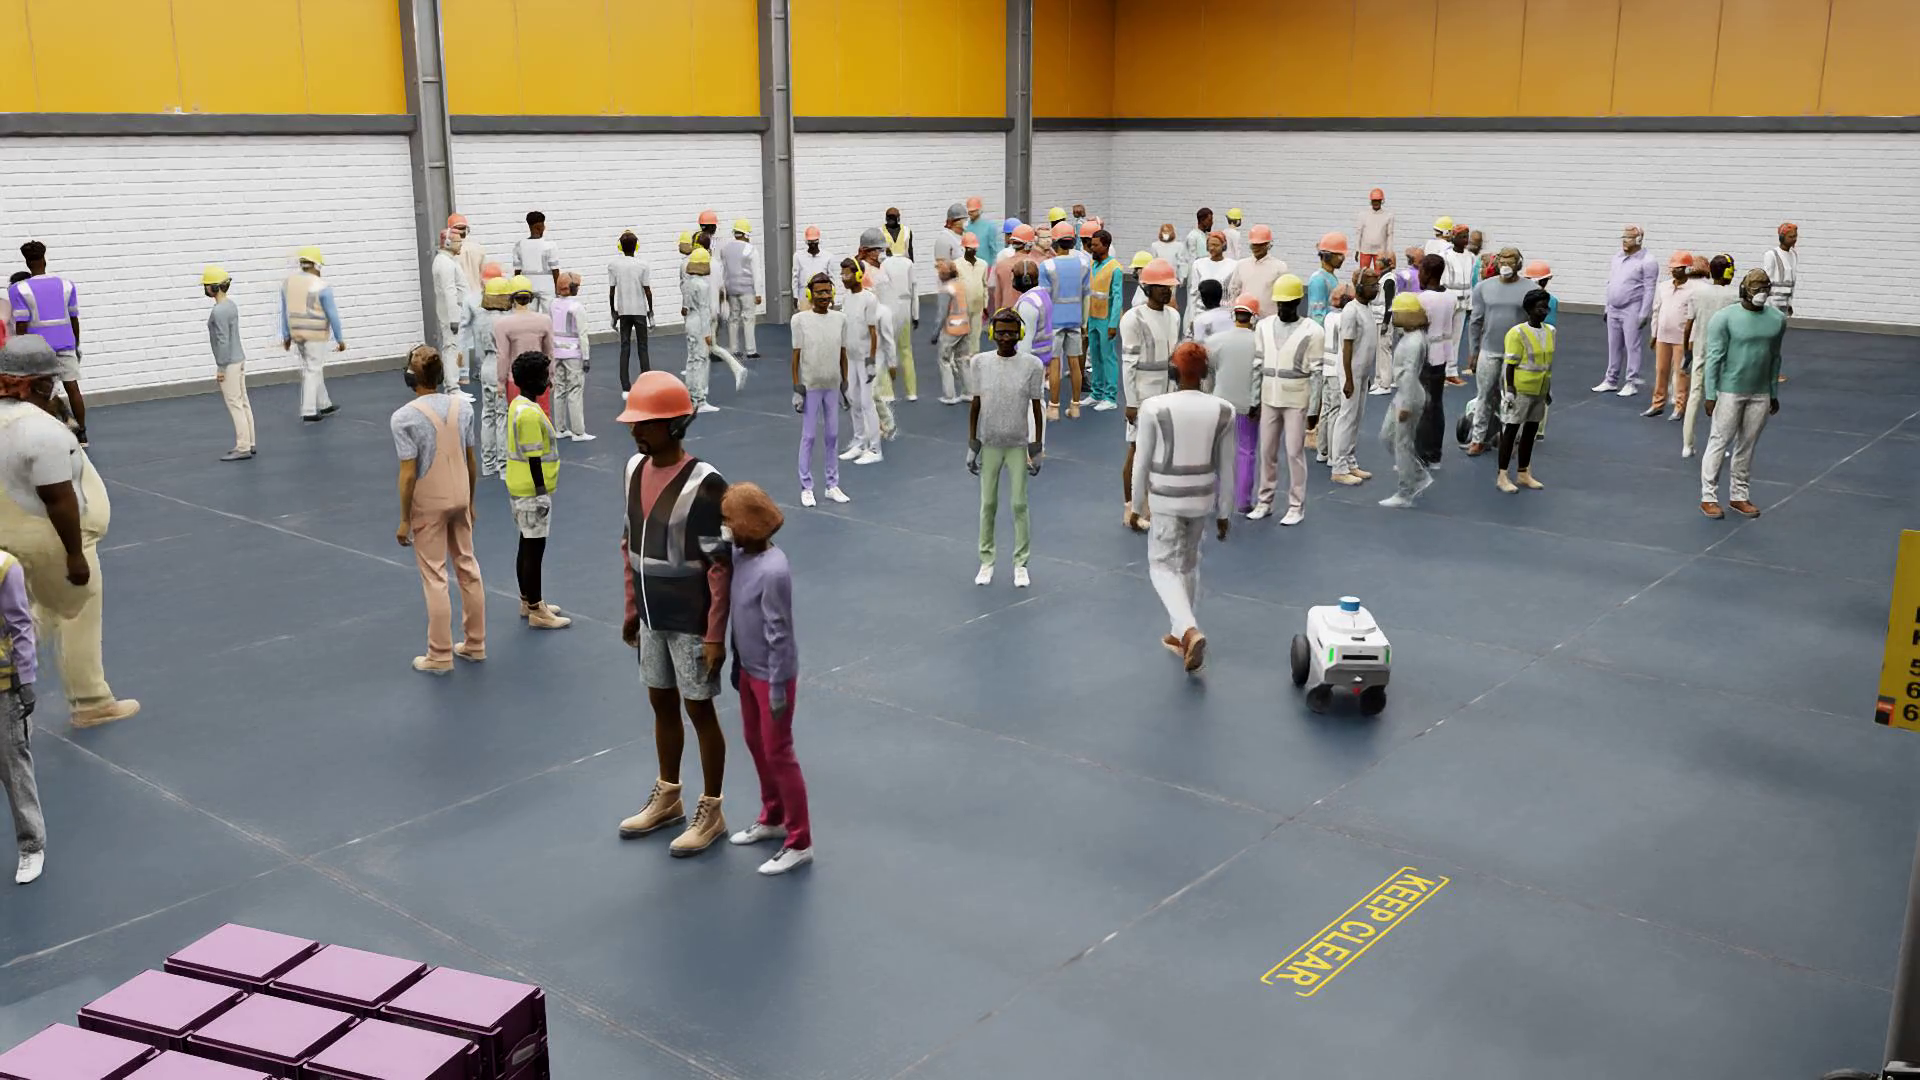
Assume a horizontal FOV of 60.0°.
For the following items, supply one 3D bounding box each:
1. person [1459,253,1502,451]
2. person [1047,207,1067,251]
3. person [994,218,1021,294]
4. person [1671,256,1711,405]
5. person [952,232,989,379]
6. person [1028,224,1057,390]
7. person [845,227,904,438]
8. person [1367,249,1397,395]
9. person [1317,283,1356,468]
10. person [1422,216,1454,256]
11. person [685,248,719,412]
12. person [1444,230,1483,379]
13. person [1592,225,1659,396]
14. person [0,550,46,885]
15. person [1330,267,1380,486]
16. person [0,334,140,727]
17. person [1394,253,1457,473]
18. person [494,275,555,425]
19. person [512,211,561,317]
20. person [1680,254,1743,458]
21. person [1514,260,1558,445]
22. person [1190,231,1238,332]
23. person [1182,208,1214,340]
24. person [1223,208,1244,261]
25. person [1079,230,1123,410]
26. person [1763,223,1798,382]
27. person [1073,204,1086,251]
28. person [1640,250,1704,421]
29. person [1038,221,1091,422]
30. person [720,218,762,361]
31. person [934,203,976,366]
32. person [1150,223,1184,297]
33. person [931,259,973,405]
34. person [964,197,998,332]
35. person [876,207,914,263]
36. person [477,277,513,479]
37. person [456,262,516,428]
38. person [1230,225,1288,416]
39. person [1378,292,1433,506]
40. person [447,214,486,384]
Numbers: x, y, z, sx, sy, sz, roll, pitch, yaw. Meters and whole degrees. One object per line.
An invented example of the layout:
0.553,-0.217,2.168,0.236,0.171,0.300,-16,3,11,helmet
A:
4.964,-1.755,15.579,0.390,1.846,0.565,9,16,31,person
1.345,-3.516,22.476,0.392,1.917,0.589,4,15,16,person
0.645,-2.817,19.636,0.606,1.940,0.416,-12,19,-41,person
8.022,-2.284,18.152,0.534,1.613,0.552,-4,15,-17,person
0.117,-2.819,20.019,0.569,1.751,0.329,-9,17,-33,person
0.933,-2.633,18.969,0.651,1.906,0.402,-12,18,-40,person
-0.809,-2.031,16.291,0.537,2.000,0.678,5,15,18,person
4.790,-2.464,18.832,0.306,1.639,0.523,1,14,4,person
3.375,-1.465,14.839,0.305,1.640,0.522,-2,14,-8,person
6.337,-3.347,21.969,0.404,1.831,0.600,-6,15,-23,person
-2.758,-2.231,17.715,0.343,1.733,0.482,-7,16,-26,person
6.058,-2.820,19.953,0.872,1.792,0.565,-10,17,-35,person
7.503,-2.582,18.763,0.404,1.911,0.636,-6,15,-22,person
-3.949,0.588,6.640,0.520,1.640,0.307,-2,14,-7,person
3.371,-1.394,14.139,0.326,1.843,0.517,8,16,30,person
-4.569,-0.030,8.292,0.694,2.000,0.639,10,17,34,person
4.112,-1.543,14.585,0.392,1.922,0.593,13,19,41,person
-3.706,-1.367,14.196,0.533,1.768,0.310,-11,18,-37,person
-5.270,-3.126,20.826,0.601,1.960,0.373,2,14,8,person
6.859,-1.666,15.191,0.514,1.865,0.327,12,18,39,person
5.461,-1.783,15.877,0.337,1.752,0.564,12,18,40,person
2.790,-2.433,18.219,0.574,1.882,0.358,6,15,24,person
3.246,-3.569,22.709,0.387,1.910,0.593,9,16,31,person
4.159,-4.177,25.424,0.317,1.767,0.534,-5,15,-19,person
1.532,-2.359,17.853,0.391,1.917,0.591,-8,16,-28,person
9.662,-2.796,19.665,0.585,1.882,0.337,-10,17,-34,person
2.118,-5.092,29.356,0.312,1.634,0.514,3,14,10,person
7.382,-2.112,17.194,0.328,1.752,0.563,-9,17,-32,person
1.044,-2.238,17.112,0.607,2.044,0.375,-7,15,-25,person
-2.817,-3.243,21.573,0.593,1.826,0.403,8,16,29,person
-0.014,-3.252,21.169,0.535,2.000,0.684,7,16,27,person
2.995,-3.774,24.114,0.511,1.617,0.537,3,14,11,person
-0.085,-2.249,18.044,0.389,1.609,0.540,6,15,21,person
0.185,-4.004,24.322,0.663,1.958,0.880,8,16,28,person
-0.975,-3.922,24.259,0.633,1.837,0.429,-4,14,-14,person
-3.972,-1.402,14.407,0.484,1.736,0.343,13,19,41,person
-4.583,-1.848,16.220,0.657,1.701,0.682,0,14,-1,person
3.121,-2.303,17.473,0.622,1.991,0.389,9,16,31,person
3.541,-1.105,13.228,0.387,1.720,0.496,2,14,8,person
-5.852,-2.843,19.642,0.382,1.987,0.611,11,18,38,person
